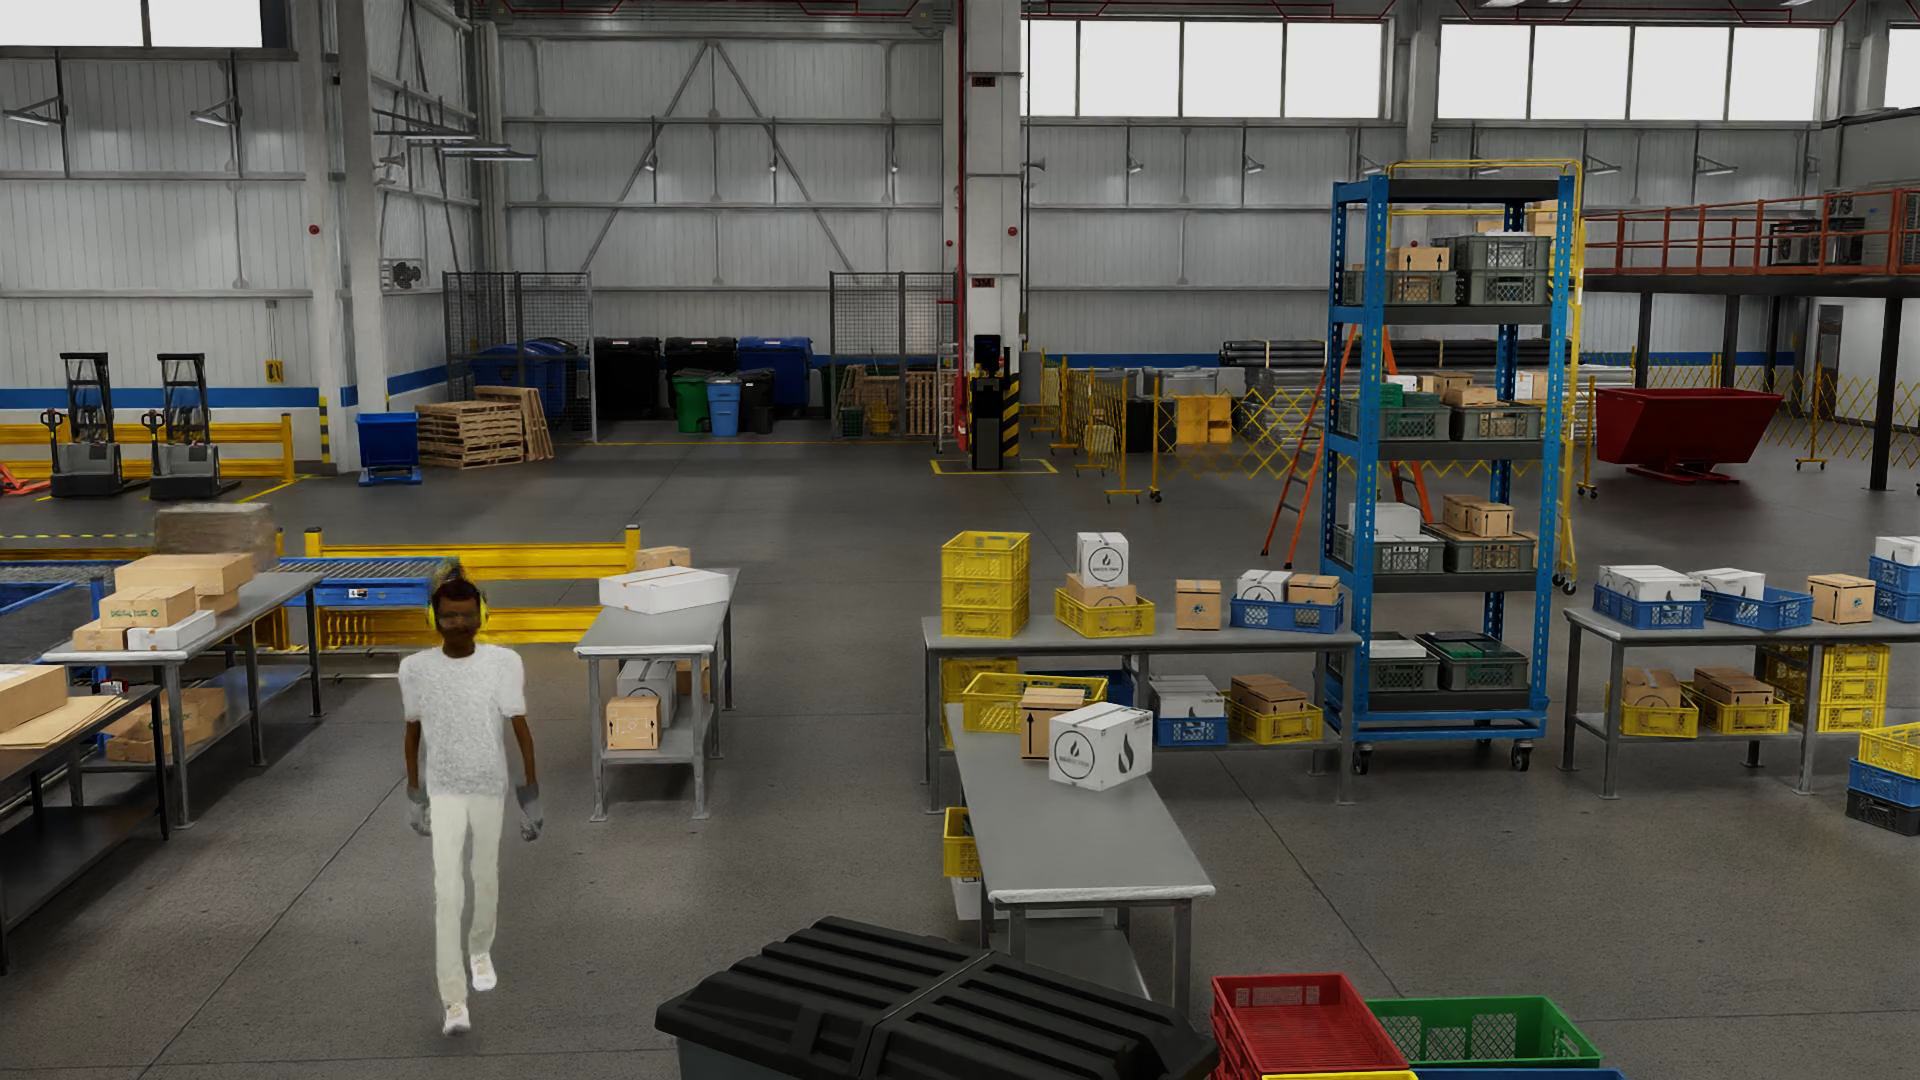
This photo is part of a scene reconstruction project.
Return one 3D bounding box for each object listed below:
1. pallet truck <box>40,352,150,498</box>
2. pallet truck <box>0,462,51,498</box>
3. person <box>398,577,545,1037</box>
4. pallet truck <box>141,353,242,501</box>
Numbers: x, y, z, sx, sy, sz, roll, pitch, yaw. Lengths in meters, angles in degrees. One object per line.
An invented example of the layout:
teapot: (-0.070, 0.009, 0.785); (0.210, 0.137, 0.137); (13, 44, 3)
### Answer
pallet truck: (-11.907, -1.642, 23.165); (0.823, 1.965, 1.885); (0, 9, 0)
pallet truck: (-13.193, -1.293, 23.148); (0.653, 1.274, 1.630); (-1, 9, -4)
person: (-1.978, 1.058, 6.781); (0.537, 1.822, 0.963); (-3, 10, -20)
pallet truck: (-10.520, -1.604, 22.925); (0.823, 1.965, 1.885); (-1, 9, -6)
